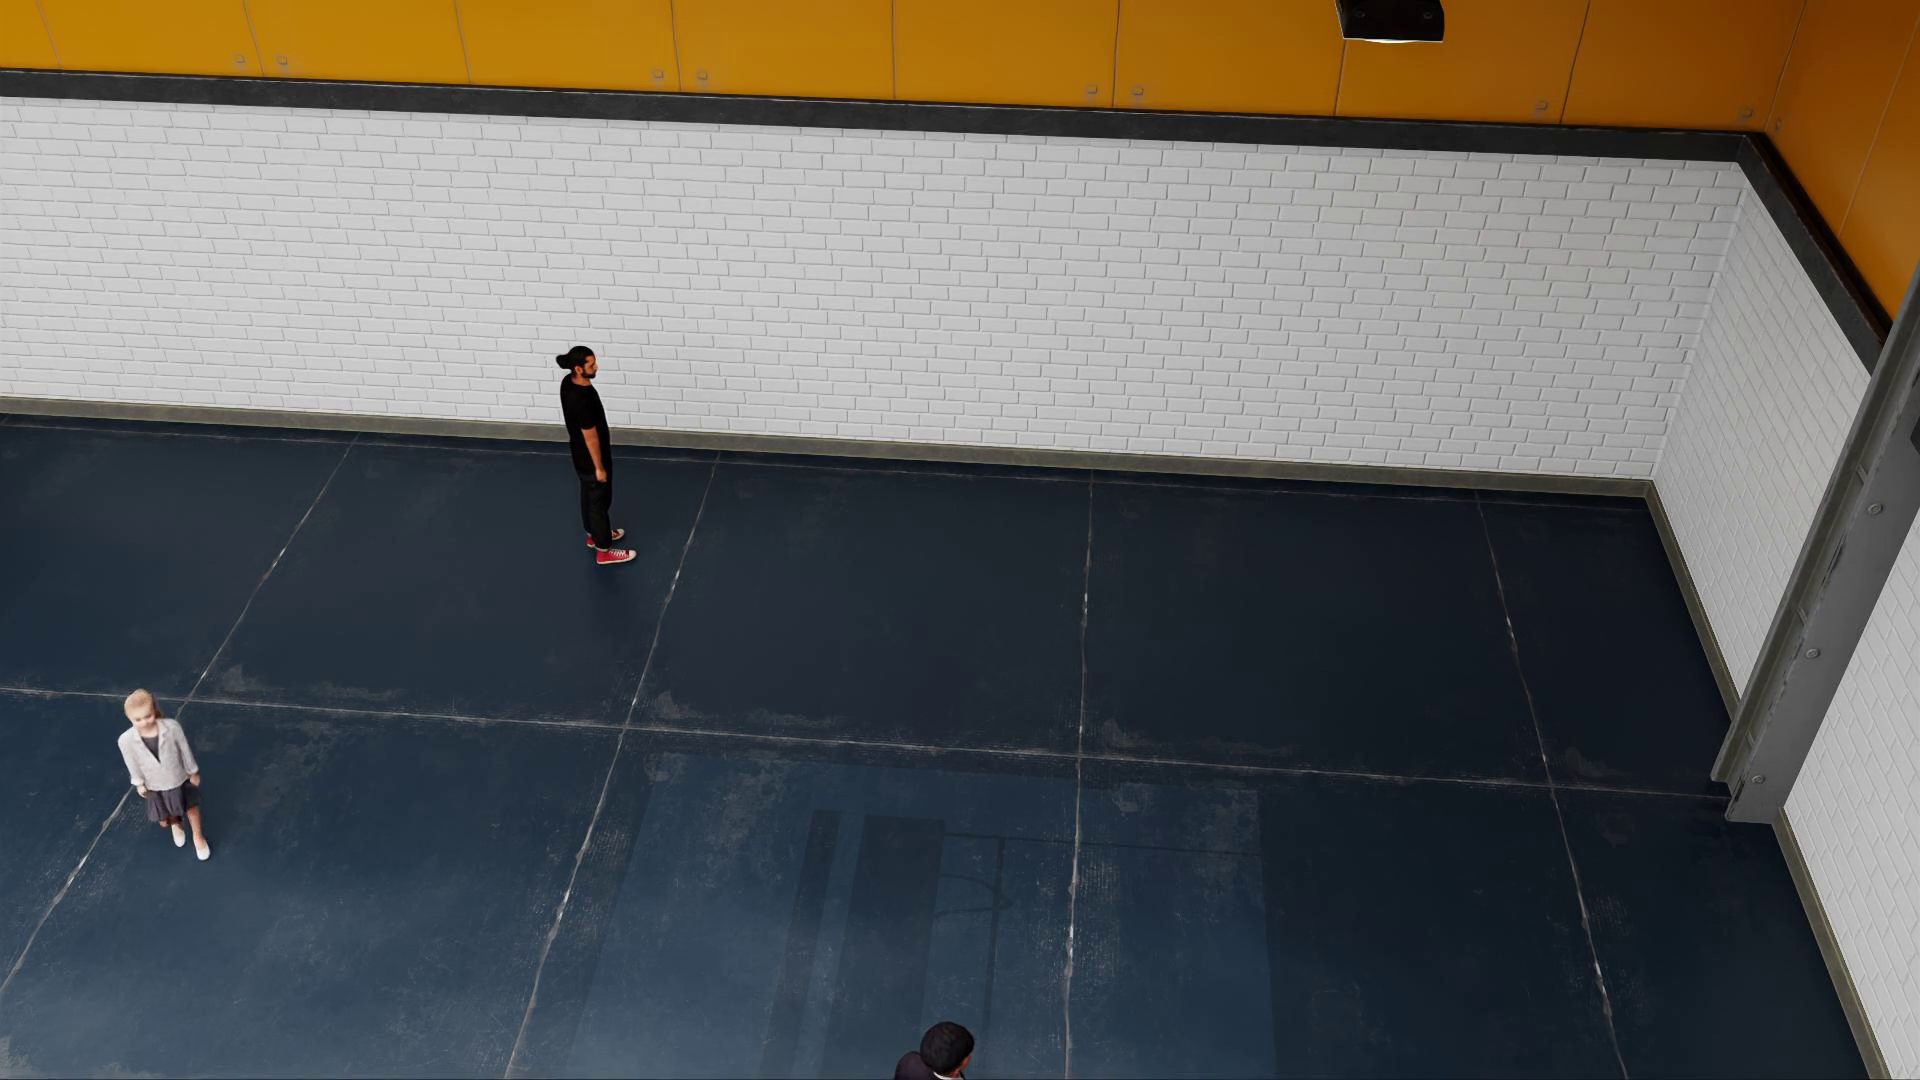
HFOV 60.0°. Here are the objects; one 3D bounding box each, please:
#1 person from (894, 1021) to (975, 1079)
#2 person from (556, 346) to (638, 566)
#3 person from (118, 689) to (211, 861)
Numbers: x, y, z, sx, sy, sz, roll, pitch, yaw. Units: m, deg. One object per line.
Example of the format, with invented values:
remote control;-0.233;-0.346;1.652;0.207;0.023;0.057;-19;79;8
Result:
person;-0.074;2.805;7.517;0.800;1.883;0.760;-30;48;-32
person;-2.649;-0.615;11.901;0.766;1.755;0.651;-16;41;-19
person;-4.695;1.357;9.821;0.639;1.270;0.696;-18;42;-21
